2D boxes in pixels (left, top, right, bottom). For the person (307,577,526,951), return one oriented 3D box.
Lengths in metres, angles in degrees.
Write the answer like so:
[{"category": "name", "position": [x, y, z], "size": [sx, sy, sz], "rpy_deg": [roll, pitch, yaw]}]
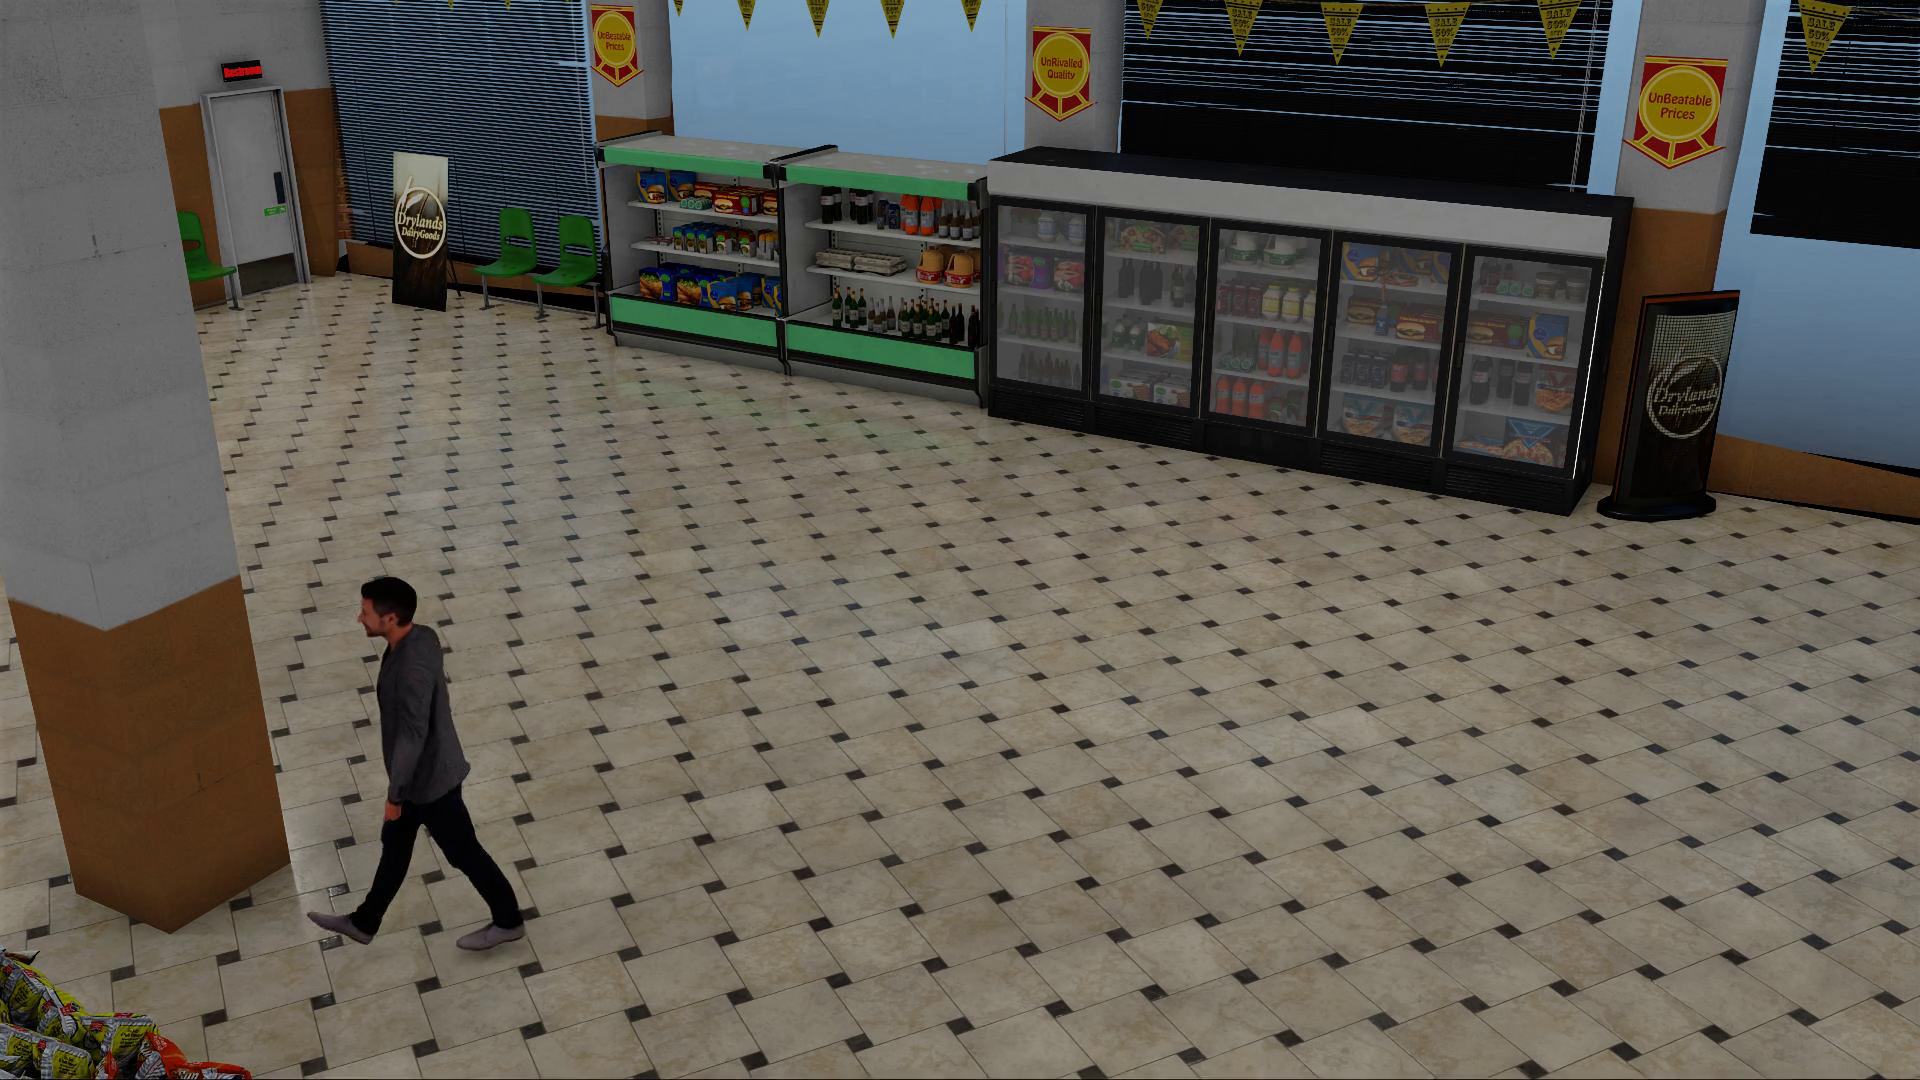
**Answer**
[{"category": "person", "position": [-2.248, 1.029, 7.312], "size": [1.229, 1.818, 1.199], "rpy_deg": [-7, 23, -16]}]
